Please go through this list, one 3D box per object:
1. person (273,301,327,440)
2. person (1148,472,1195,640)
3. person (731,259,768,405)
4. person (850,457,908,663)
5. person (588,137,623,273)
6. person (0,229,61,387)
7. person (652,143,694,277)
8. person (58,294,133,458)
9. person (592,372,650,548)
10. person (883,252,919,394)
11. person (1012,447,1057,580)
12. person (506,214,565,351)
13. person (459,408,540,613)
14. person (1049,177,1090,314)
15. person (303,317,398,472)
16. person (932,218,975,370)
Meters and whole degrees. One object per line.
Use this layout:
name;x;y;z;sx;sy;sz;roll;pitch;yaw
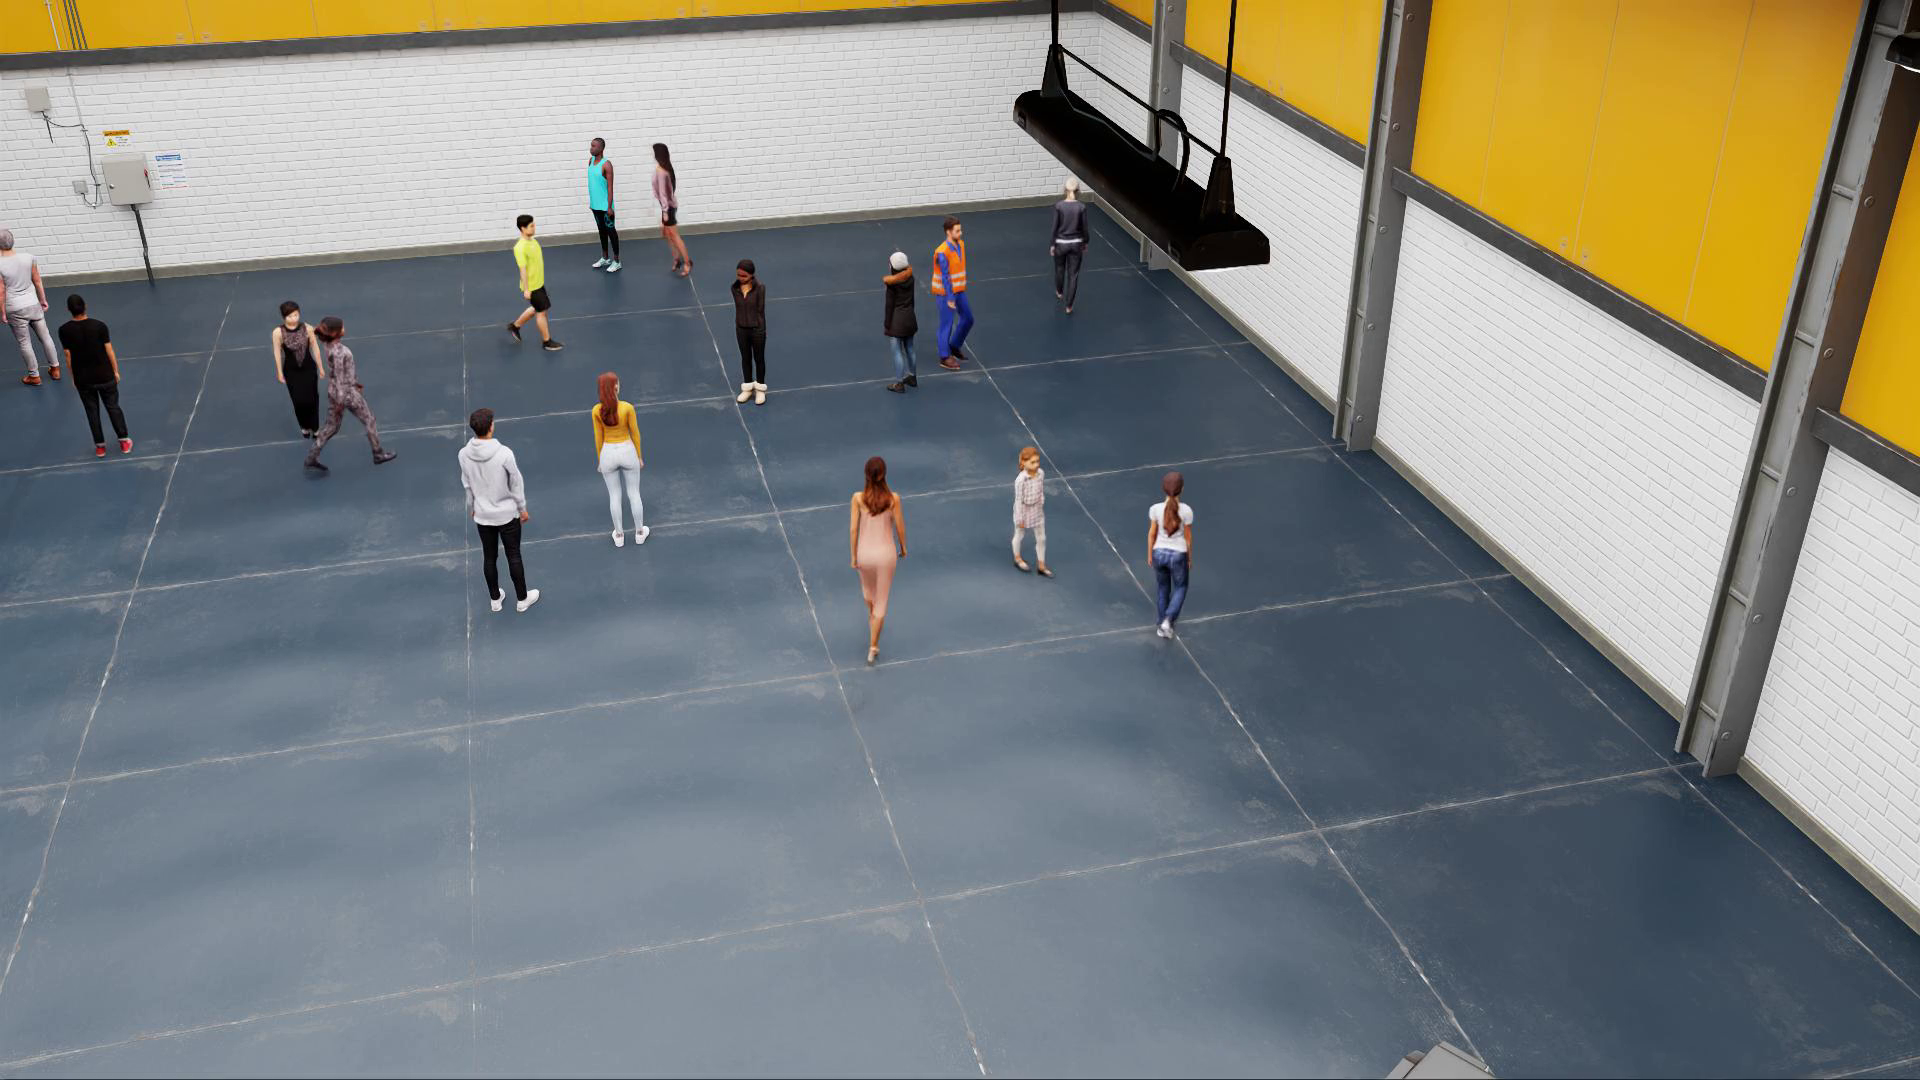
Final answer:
person;-7.078;-1.833;17.806;0.676;1.587;0.658;-18;33;-30
person;1.786;0.169;14.171;0.735;1.554;0.827;9;30;15
person;-2.354;-2.385;18.740;0.728;1.661;0.673;-6;29;-11
person;-0.709;0.202;13.858;0.815;1.795;1.066;2;29;4
person;-4.837;-4.565;22.580;0.639;1.811;0.743;22;36;35
person;-10.758;-2.678;19.101;0.793;1.831;0.768;20;34;32
person;-3.877;-4.412;22.332;0.784;1.780;0.667;-8;30;-15
person;-9.080;-1.728;17.436;0.658;1.756;0.613;-13;31;-23
person;-3.208;-0.758;15.659;0.616;1.756;0.596;-3;29;-6
person;-0.668;-2.490;18.963;0.761;1.631;0.723;21;35;34
person;0.582;-0.295;15.298;0.683;1.289;0.813;-19;34;-31
person;-5.211;-3.092;20.009;0.871;1.687;0.968;1;29;3
person;-4.061;-0.256;14.556;0.750;1.931;0.717;1;29;3
person;1.382;-3.727;21.163;0.870;1.697;1.066;3;29;5
person;-6.414;-1.455;17.018;0.895;1.678;1.154;-18;33;-29
person;-0.183;-2.896;19.477;0.877;1.854;0.828;18;33;30
